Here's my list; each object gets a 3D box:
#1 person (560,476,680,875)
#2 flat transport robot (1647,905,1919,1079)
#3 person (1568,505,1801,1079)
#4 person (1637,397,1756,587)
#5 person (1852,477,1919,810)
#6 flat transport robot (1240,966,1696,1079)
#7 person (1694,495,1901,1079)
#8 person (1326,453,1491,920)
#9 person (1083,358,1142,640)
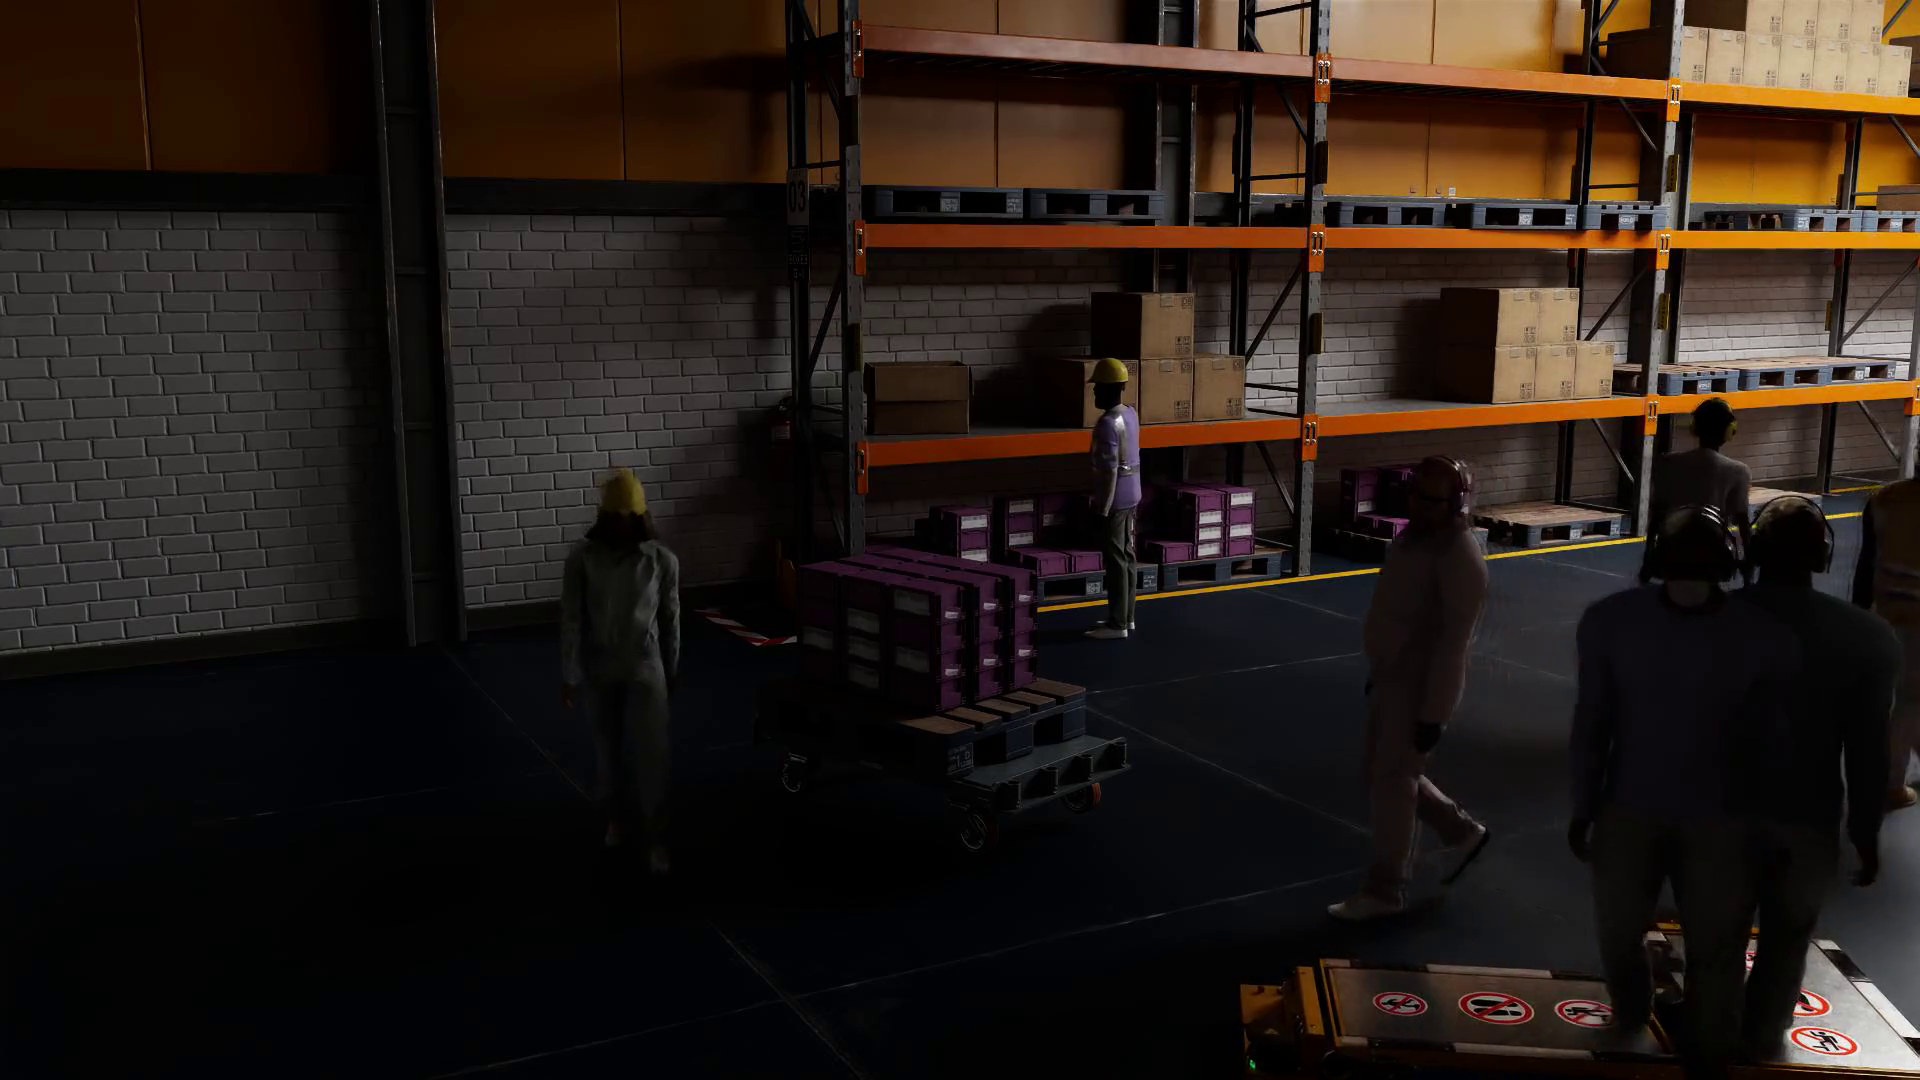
[{"bbox_3d":[-1.444,0.576,7.123,0.504,1.698,0.901,-2,10,-10],"label":"person"},{"bbox_3d":[2.697,1.572,5.486,0.652,0.197,1.431,1,10,7],"label":"flat transport robot"},{"bbox_3d":[2.170,0.835,5.016,0.647,1.915,0.475,5,11,27],"label":"person"},{"bbox_3d":[4.161,0.128,9.269,0.816,1.837,0.569,-9,13,-42],"label":"person"},{"bbox_3d":[4.723,0.371,7.982,0.922,1.798,0.660,-5,11,-26],"label":"person"},{"bbox_3d":[1.637,1.594,5.355,1.431,0.197,0.652,1,10,7],"label":"flat transport robot"},{"bbox_3d":[2.443,0.820,5.052,0.648,1.924,0.459,6,12,32],"label":"person"},{"bbox_3d":[1.803,0.579,6.581,0.643,1.877,0.668,0,10,-2],"label":"person"},{"bbox_3d":[1.036,-0.277,11.364,0.385,1.928,0.589,4,11,22],"label":"person"}]
